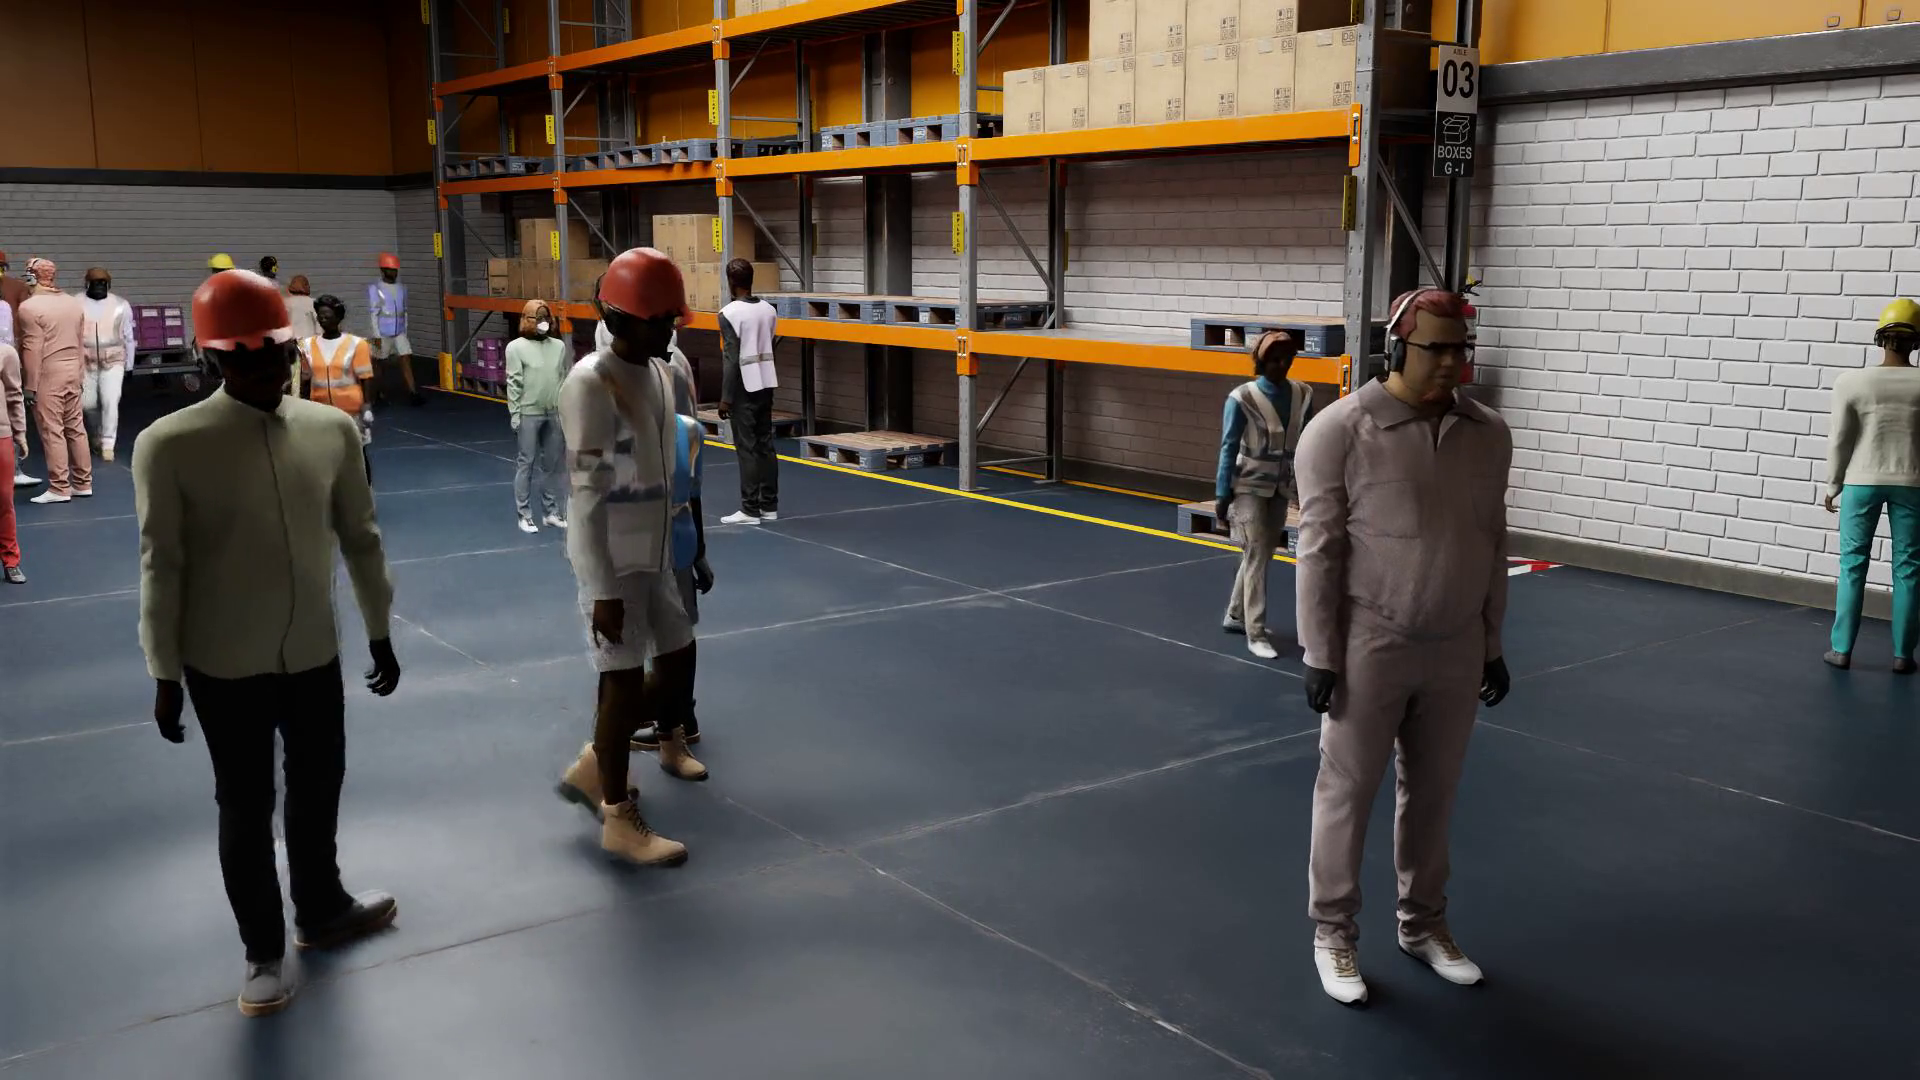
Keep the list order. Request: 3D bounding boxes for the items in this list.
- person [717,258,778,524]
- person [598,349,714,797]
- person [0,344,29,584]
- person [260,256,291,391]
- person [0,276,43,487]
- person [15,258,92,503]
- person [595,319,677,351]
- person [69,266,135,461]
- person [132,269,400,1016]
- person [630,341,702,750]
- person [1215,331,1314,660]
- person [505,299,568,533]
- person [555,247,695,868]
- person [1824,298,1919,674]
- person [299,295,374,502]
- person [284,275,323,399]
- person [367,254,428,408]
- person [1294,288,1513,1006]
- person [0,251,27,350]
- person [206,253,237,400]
[{"bbox_3d":[-1.522,-1.065,12.013,0.393,1.913,0.590,6,12,28],"label":"person"},{"bbox_3d":[-1.155,0.088,6.157,0.530,1.697,0.321,-9,13,-40],"label":"person"},{"bbox_3d":[-5.774,-0.591,9.771,0.533,1.767,0.327,-7,12,-33],"label":"person"},{"bbox_3d":[-9.174,-2.868,22.314,0.560,1.835,0.783,2,10,12],"label":"person"},{"bbox_3d":[-8.023,-1.379,13.852,0.678,1.883,0.418,6,12,28],"label":"person"},{"bbox_3d":[-7.122,-1.241,13.018,0.403,1.906,0.651,1,10,8],"label":"person"},{"bbox_3d":[-2.281,-0.976,11.738,0.600,1.829,0.404,-1,10,-6],"label":"person"},{"bbox_3d":[-8.103,-1.667,15.664,0.641,1.814,0.680,-5,11,-26],"label":"person"},{"bbox_3d":[-1.798,0.269,4.458,0.538,1.960,0.769,7,12,34],"label":"person"},{"bbox_3d":[-1.227,-0.144,6.712,0.364,1.962,0.609,-3,10,-15],"label":"person"},{"bbox_3d":[1.475,-0.245,8.298,0.530,1.604,0.604,-6,12,-31],"label":"person"},{"bbox_3d":[-2.959,-0.872,11.713,0.265,1.632,0.507,8,13,38],"label":"person"},{"bbox_3d":[-1.090,0.061,5.415,0.543,2.019,0.652,3,11,18],"label":"person"},{"bbox_3d":[4.366,-0.247,7.847,0.525,1.769,0.316,4,11,23],"label":"person"},{"bbox_3d":[-4.565,-0.977,12.242,0.536,1.655,0.852,0,10,-3],"label":"person"},{"bbox_3d":[-8.101,-2.442,20.509,0.508,1.632,0.264,0,10,-2],"label":"person"},{"bbox_3d":[-6.968,-2.563,20.462,1.001,1.884,0.568,9,13,40],"label":"person"},{"bbox_3d":[1.209,0.285,4.476,0.642,1.906,0.410,-3,11,-18],"label":"person"},{"bbox_3d":[-11.754,-2.572,20.405,0.602,1.947,1.048,-9,14,-42],"label":"person"},{"bbox_3d":[-8.100,-2.176,18.239,0.618,1.911,0.575,8,13,37],"label":"person"}]
